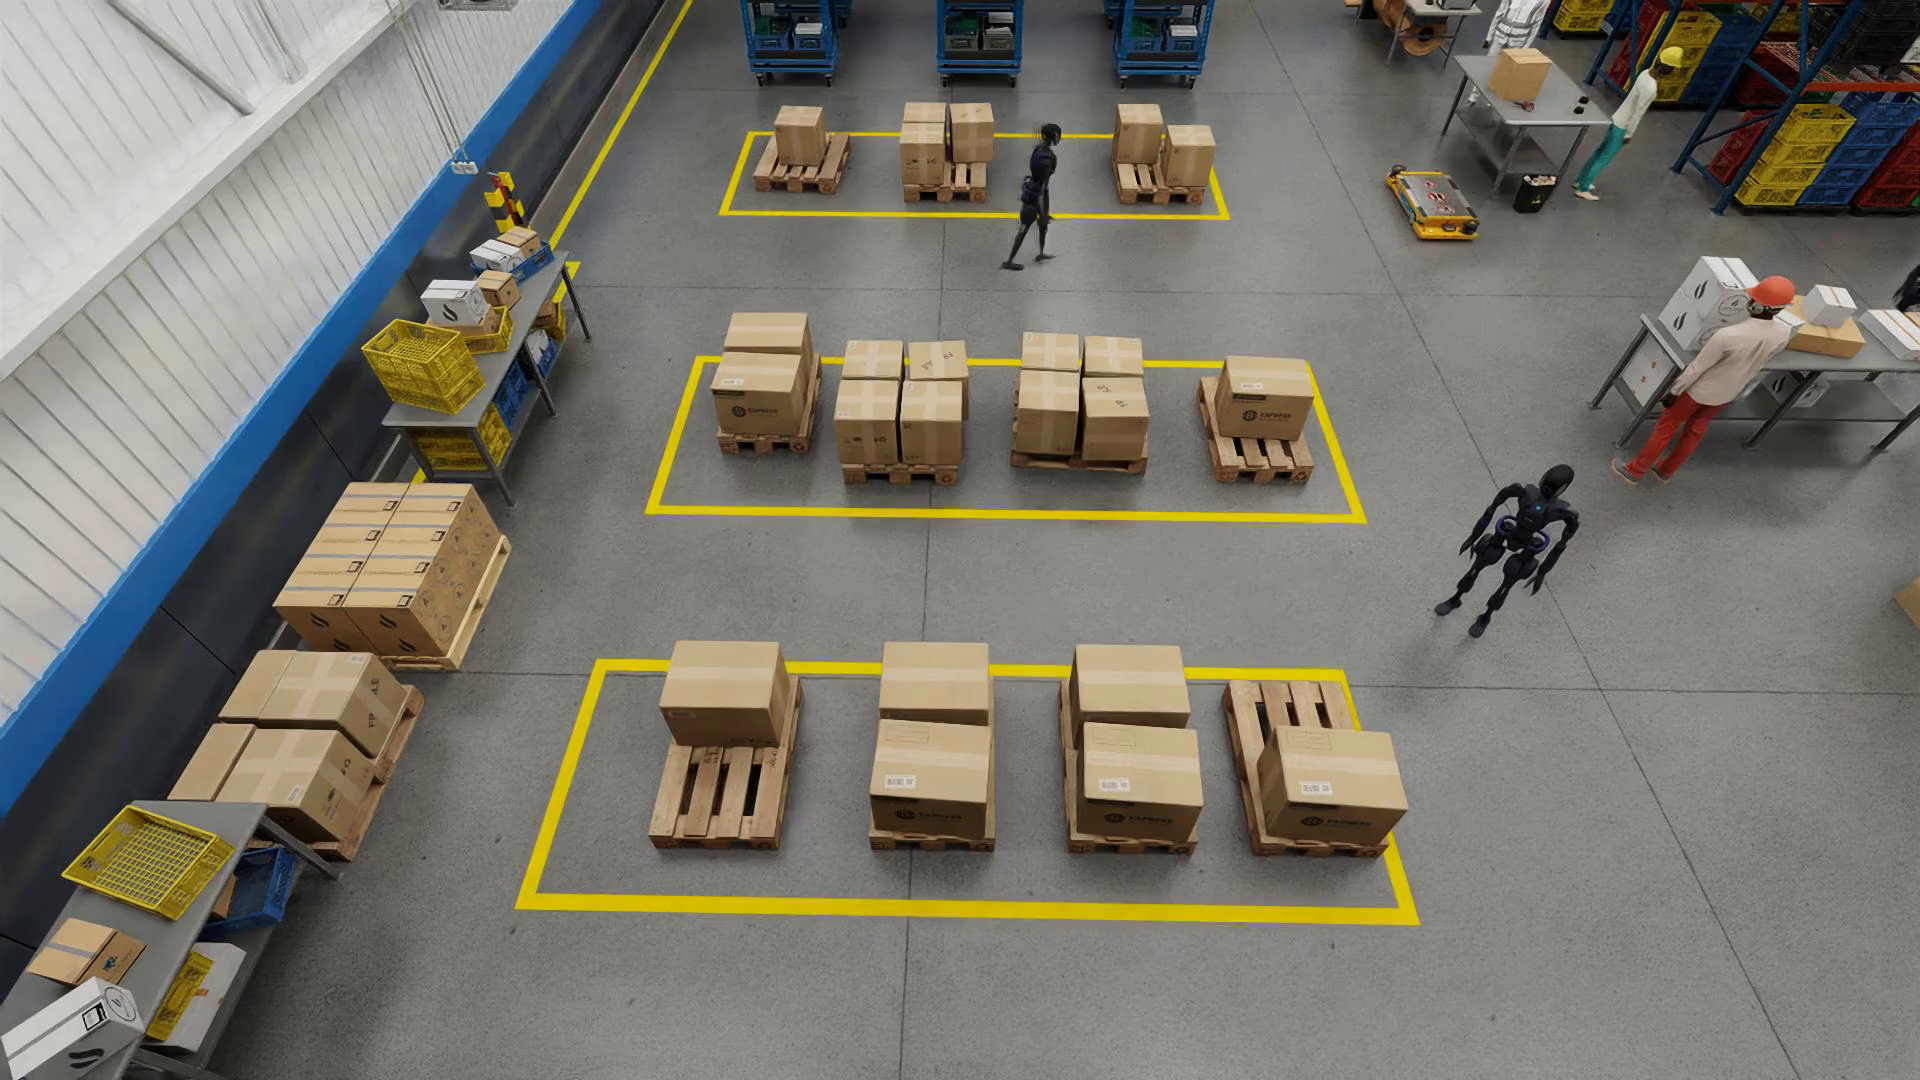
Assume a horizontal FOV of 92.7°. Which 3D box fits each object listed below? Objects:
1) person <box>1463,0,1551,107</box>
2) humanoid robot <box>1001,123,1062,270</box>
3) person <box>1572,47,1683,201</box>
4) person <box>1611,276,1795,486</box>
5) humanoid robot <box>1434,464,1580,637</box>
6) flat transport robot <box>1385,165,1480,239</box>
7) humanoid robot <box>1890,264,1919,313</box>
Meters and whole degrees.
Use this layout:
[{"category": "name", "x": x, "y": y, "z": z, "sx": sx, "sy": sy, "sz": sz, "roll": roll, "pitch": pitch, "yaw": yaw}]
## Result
[{"category": "person", "x": 7.320, "y": -6.664, "z": 12.233, "sx": 0.582, "sy": 1.882, "sz": 0.350, "roll": 29, "pitch": 55, "yaw": 23}, {"category": "humanoid robot", "x": 0.786, "y": -3.617, "z": 9.751, "sx": 0.680, "sy": 1.609, "sz": 0.577, "roll": 5, "pitch": 49, "yaw": 4}, {"category": "person", "x": 7.848, "y": -4.880, "z": 10.779, "sx": 0.374, "sy": 1.751, "sz": 0.514, "roll": 13, "pitch": 50, "yaw": 11}, {"category": "person", "x": 6.088, "y": -1.249, "z": 7.482, "sx": 0.618, "sy": 1.987, "sz": 0.403, "roll": -4, "pitch": 49, "yaw": -3}, {"category": "humanoid robot", "x": 3.917, "y": 0.085, "z": 6.524, "sx": 0.581, "sy": 1.651, "sz": 0.321, "roll": 36, "pitch": 58, "yaw": 27}, {"category": "flat transport robot", "x": 5.692, "y": -4.094, "z": 11.059, "sx": 0.652, "sy": 0.197, "sz": 1.431, "roll": 1, "pitch": 49, "yaw": 1}, {"category": "humanoid robot", "x": 9.286, "y": -2.368, "z": 8.659, "sx": 0.586, "sy": 1.642, "sz": 0.531, "roll": 17, "pitch": 51, "yaw": 14}]
